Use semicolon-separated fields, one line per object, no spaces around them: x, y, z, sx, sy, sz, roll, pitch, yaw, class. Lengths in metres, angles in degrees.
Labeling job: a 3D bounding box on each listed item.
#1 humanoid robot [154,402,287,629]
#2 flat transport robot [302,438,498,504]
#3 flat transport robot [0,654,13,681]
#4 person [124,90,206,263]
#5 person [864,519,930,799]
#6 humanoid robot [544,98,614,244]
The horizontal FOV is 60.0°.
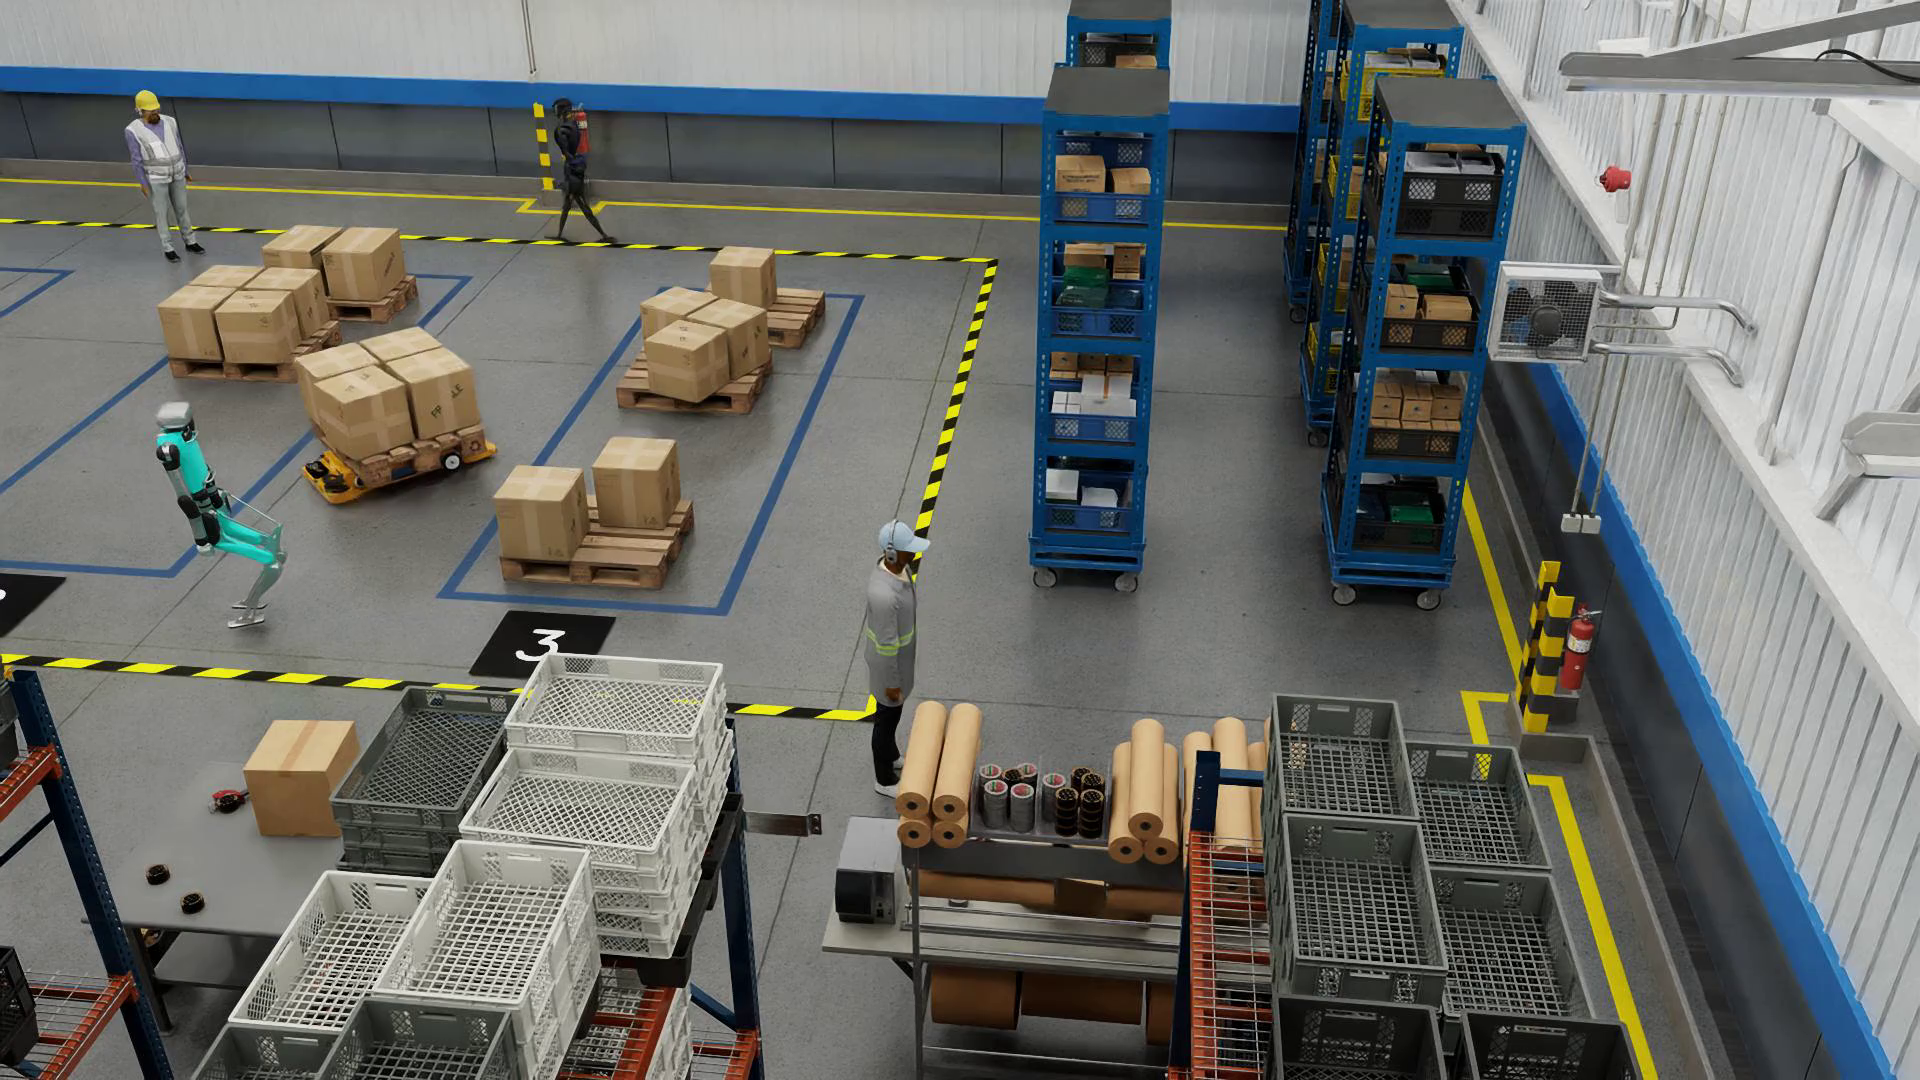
-4.967;-0.179;11.388;0.735;1.677;0.533;-5;31;-8;humanoid robot
-4.673;-0.714;13.872;1.431;0.197;0.652;-22;37;-33;flat transport robot
-7.142;0.969;11.010;1.431;0.231;0.659;3;30;6;flat transport robot
-8.526;-3.912;17.837;0.404;1.830;0.600;19;35;29;person
-0.367;0.696;9.904;0.395;1.853;0.588;3;30;5;person
-4.251;-4.012;18.221;0.796;1.633;0.608;-2;30;-4;humanoid robot
